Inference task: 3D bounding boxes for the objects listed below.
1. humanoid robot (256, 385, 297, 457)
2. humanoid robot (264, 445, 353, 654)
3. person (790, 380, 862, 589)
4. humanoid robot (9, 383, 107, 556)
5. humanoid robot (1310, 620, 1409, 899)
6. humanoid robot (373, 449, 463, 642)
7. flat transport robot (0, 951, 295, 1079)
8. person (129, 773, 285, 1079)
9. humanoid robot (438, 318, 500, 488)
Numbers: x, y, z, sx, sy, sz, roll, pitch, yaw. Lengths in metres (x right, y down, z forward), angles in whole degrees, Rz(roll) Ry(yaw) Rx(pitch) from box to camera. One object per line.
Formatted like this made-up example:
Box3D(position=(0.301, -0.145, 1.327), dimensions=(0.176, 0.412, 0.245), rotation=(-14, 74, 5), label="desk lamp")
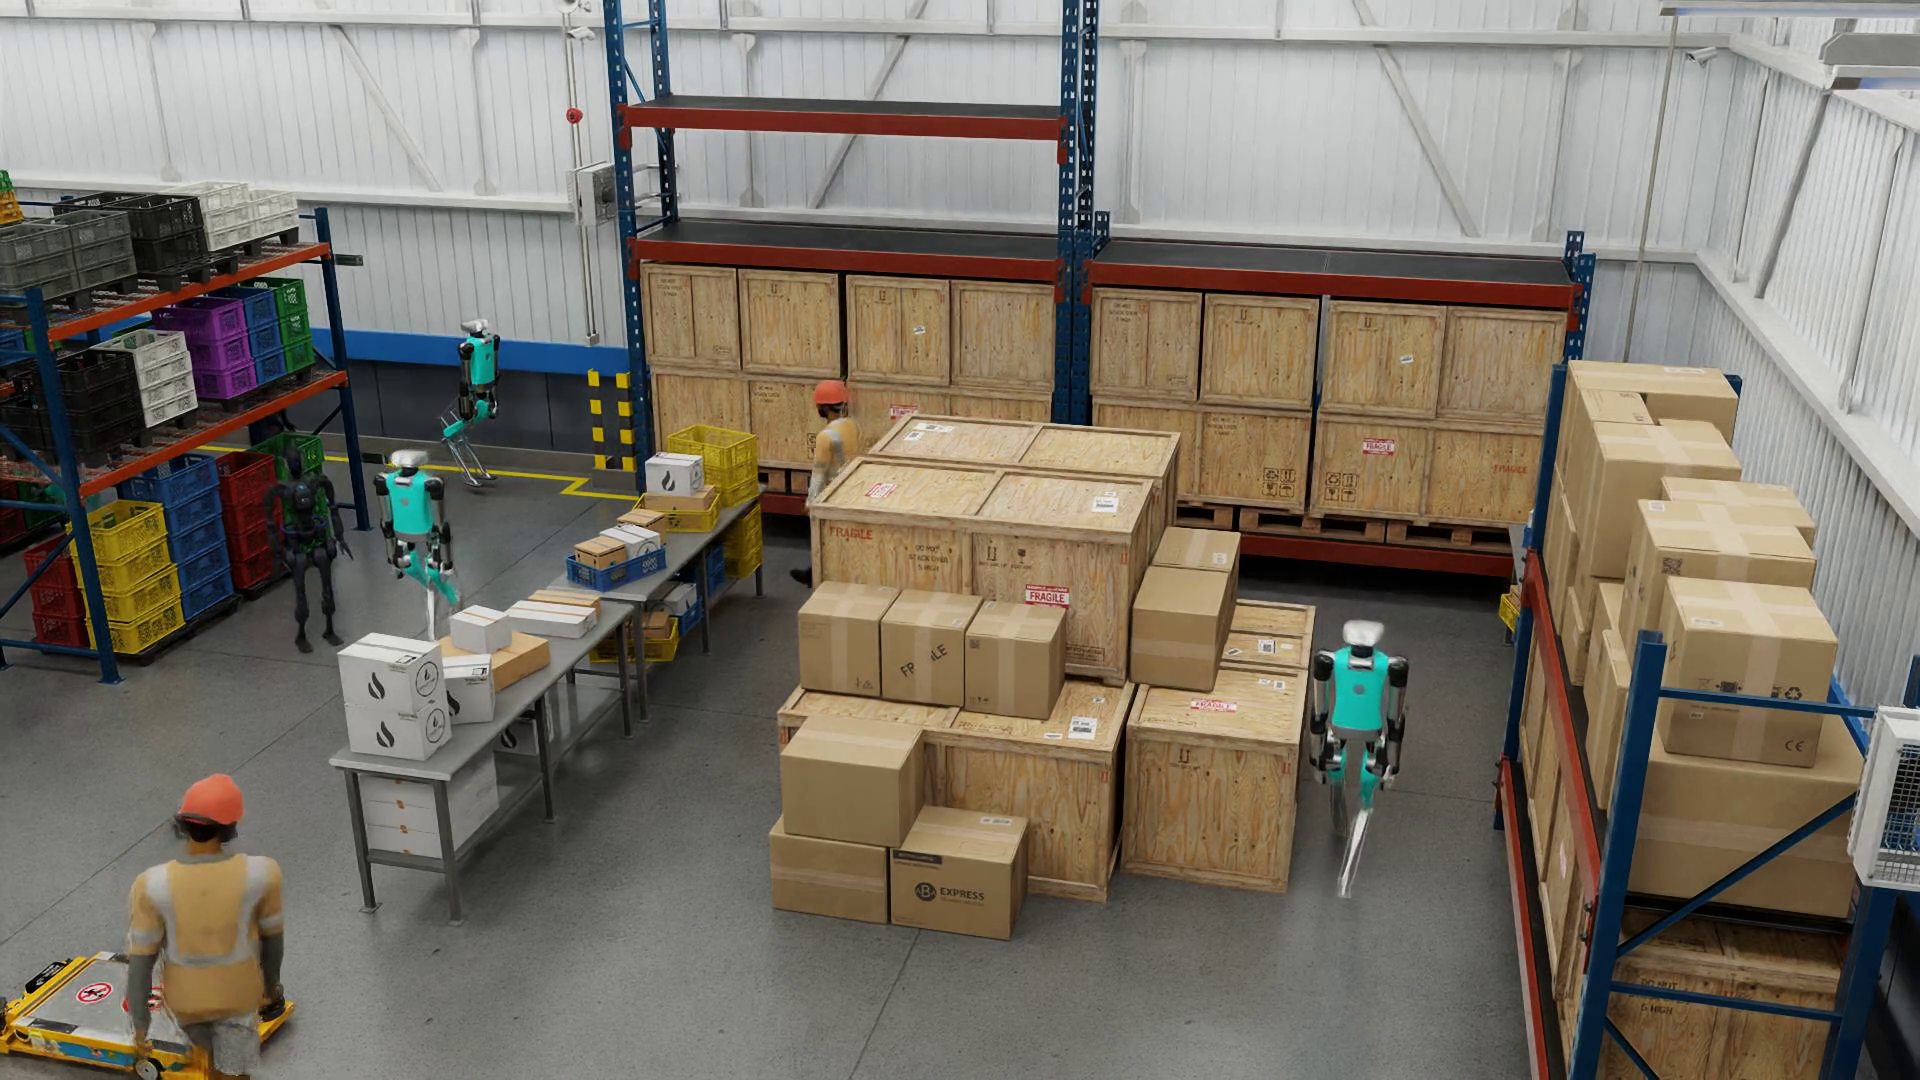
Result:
Box3D(position=(-6.603, -1.104, 15.966), dimensions=(0.440, 1.649, 0.585), rotation=(0, 21, 1), label="humanoid robot")
Box3D(position=(-5.071, 0.045, 12.942), dimensions=(0.613, 1.656, 0.307), rotation=(-16, 26, -37), label="humanoid robot")
Box3D(position=(-1.138, -0.402, 13.806), dimensions=(0.902, 1.900, 0.573), rotation=(9, 23, 23), label="person")
Box3D(position=(-7.737, -0.588, 14.458), dimensions=(0.536, 1.737, 0.718), rotation=(3, 21, 8), label="humanoid robot")
Box3D(position=(2.361, 1.182, 9.931), dimensions=(0.545, 1.777, 0.928), rotation=(5, 22, 14), label="humanoid robot")
Box3D(position=(-4.051, 0.150, 12.757), dimensions=(0.542, 1.901, 0.724), rotation=(3, 21, 8), label="humanoid robot")
Box3D(position=(-4.270, 2.464, 8.601), dimensions=(1.431, 0.231, 0.659), rotation=(5, 22, 13), label="flat transport robot")
Box3D(position=(-3.302, 2.019, 7.396), dimensions=(0.628, 1.978, 0.878), rotation=(-4, 21, -9), label="person")
Box3D(position=(-4.886, -1.378, 16.406), dimensions=(0.735, 1.677, 0.533), rotation=(9, 23, 21), label="humanoid robot")
